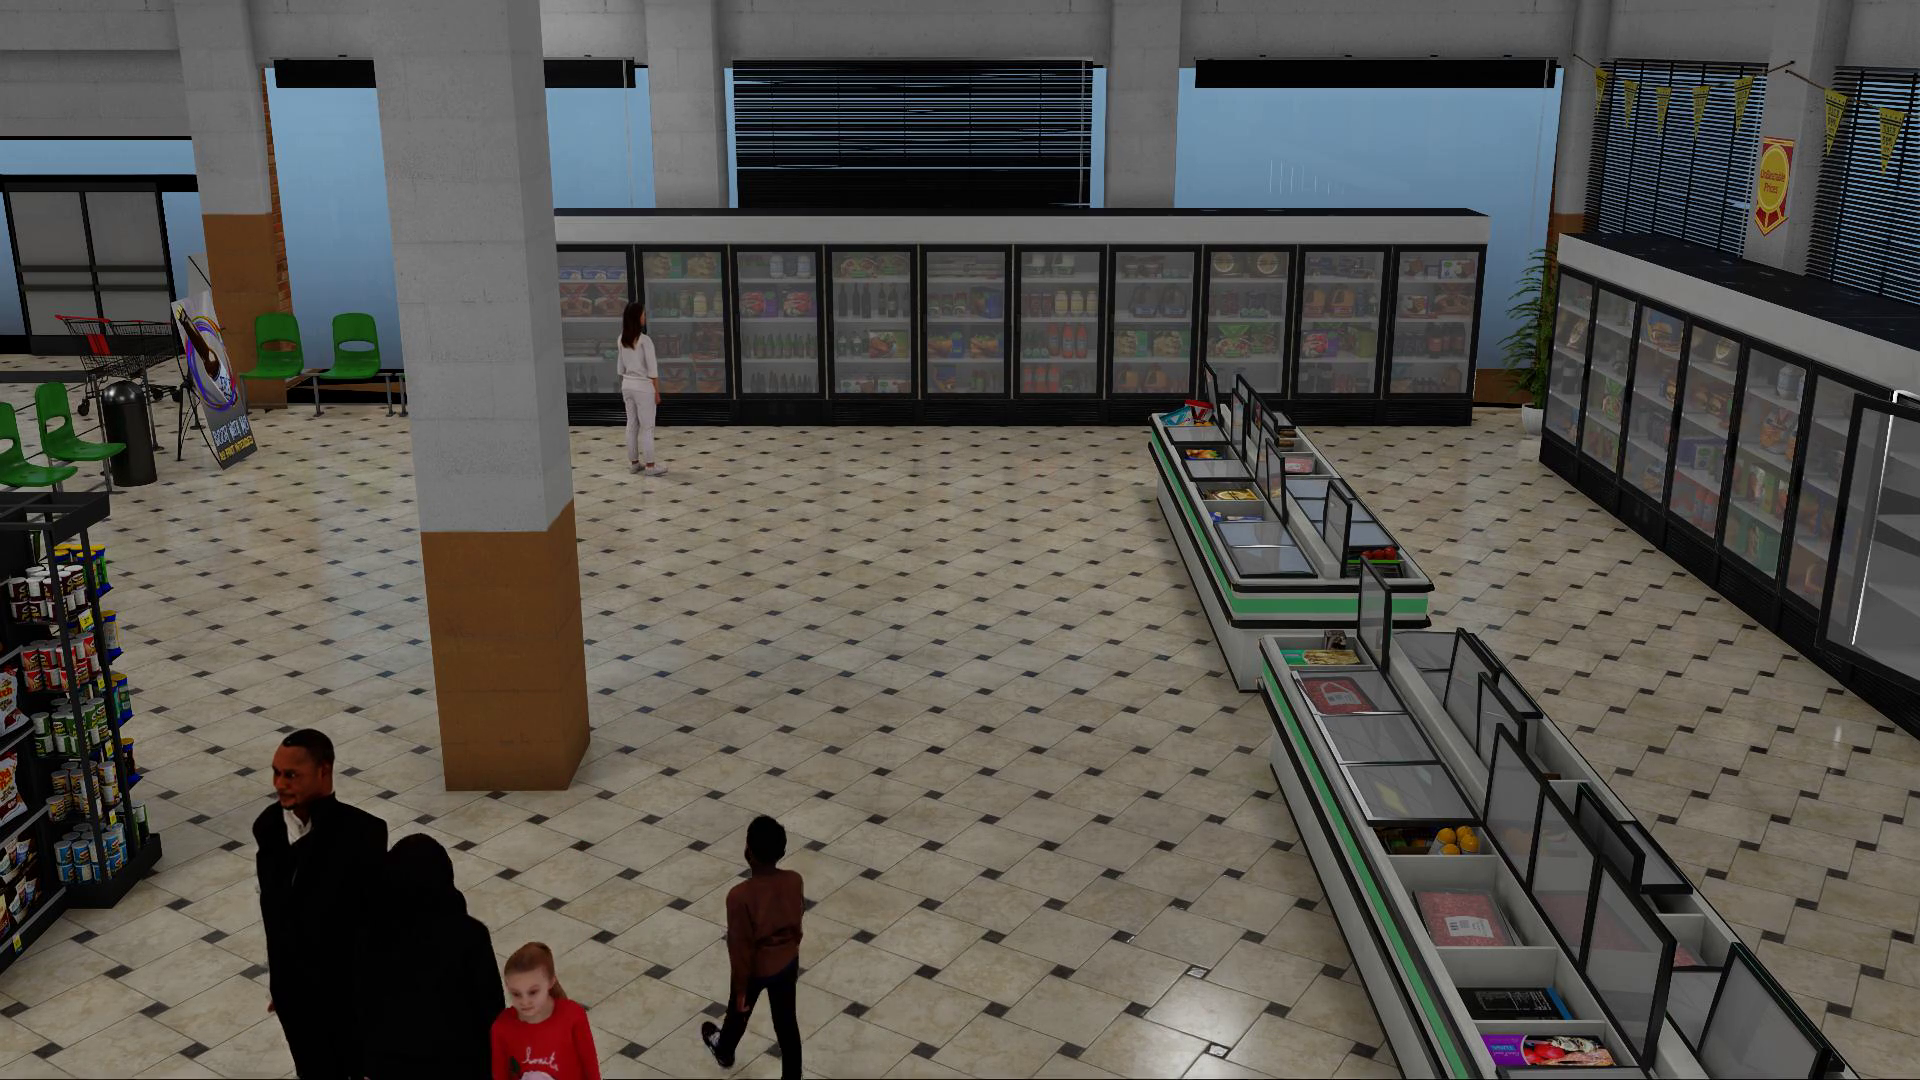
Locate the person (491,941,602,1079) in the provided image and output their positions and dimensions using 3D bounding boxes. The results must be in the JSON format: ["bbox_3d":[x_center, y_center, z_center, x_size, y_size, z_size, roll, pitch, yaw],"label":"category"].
[{"bbox_3d":[-1.404,1.928,5.763,0.542,1.267,0.617,-3,17,-9],"label":"person"}]

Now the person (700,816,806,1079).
[{"bbox_3d":[-0.723,1.712,6.548,0.828,1.224,0.930,-14,22,-39],"label":"person"}]

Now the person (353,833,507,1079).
[{"bbox_3d":[-1.795,1.804,5.599,0.728,1.599,0.746,-3,17,-9],"label":"person"}]

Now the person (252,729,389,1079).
[{"bbox_3d":[-2.221,1.549,5.916,0.764,1.904,0.736,6,18,18],"label":"person"}]

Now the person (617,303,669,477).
[{"bbox_3d":[-3.134,-1.476,16.250,0.682,1.688,0.698,10,19,29],"label":"person"}]
